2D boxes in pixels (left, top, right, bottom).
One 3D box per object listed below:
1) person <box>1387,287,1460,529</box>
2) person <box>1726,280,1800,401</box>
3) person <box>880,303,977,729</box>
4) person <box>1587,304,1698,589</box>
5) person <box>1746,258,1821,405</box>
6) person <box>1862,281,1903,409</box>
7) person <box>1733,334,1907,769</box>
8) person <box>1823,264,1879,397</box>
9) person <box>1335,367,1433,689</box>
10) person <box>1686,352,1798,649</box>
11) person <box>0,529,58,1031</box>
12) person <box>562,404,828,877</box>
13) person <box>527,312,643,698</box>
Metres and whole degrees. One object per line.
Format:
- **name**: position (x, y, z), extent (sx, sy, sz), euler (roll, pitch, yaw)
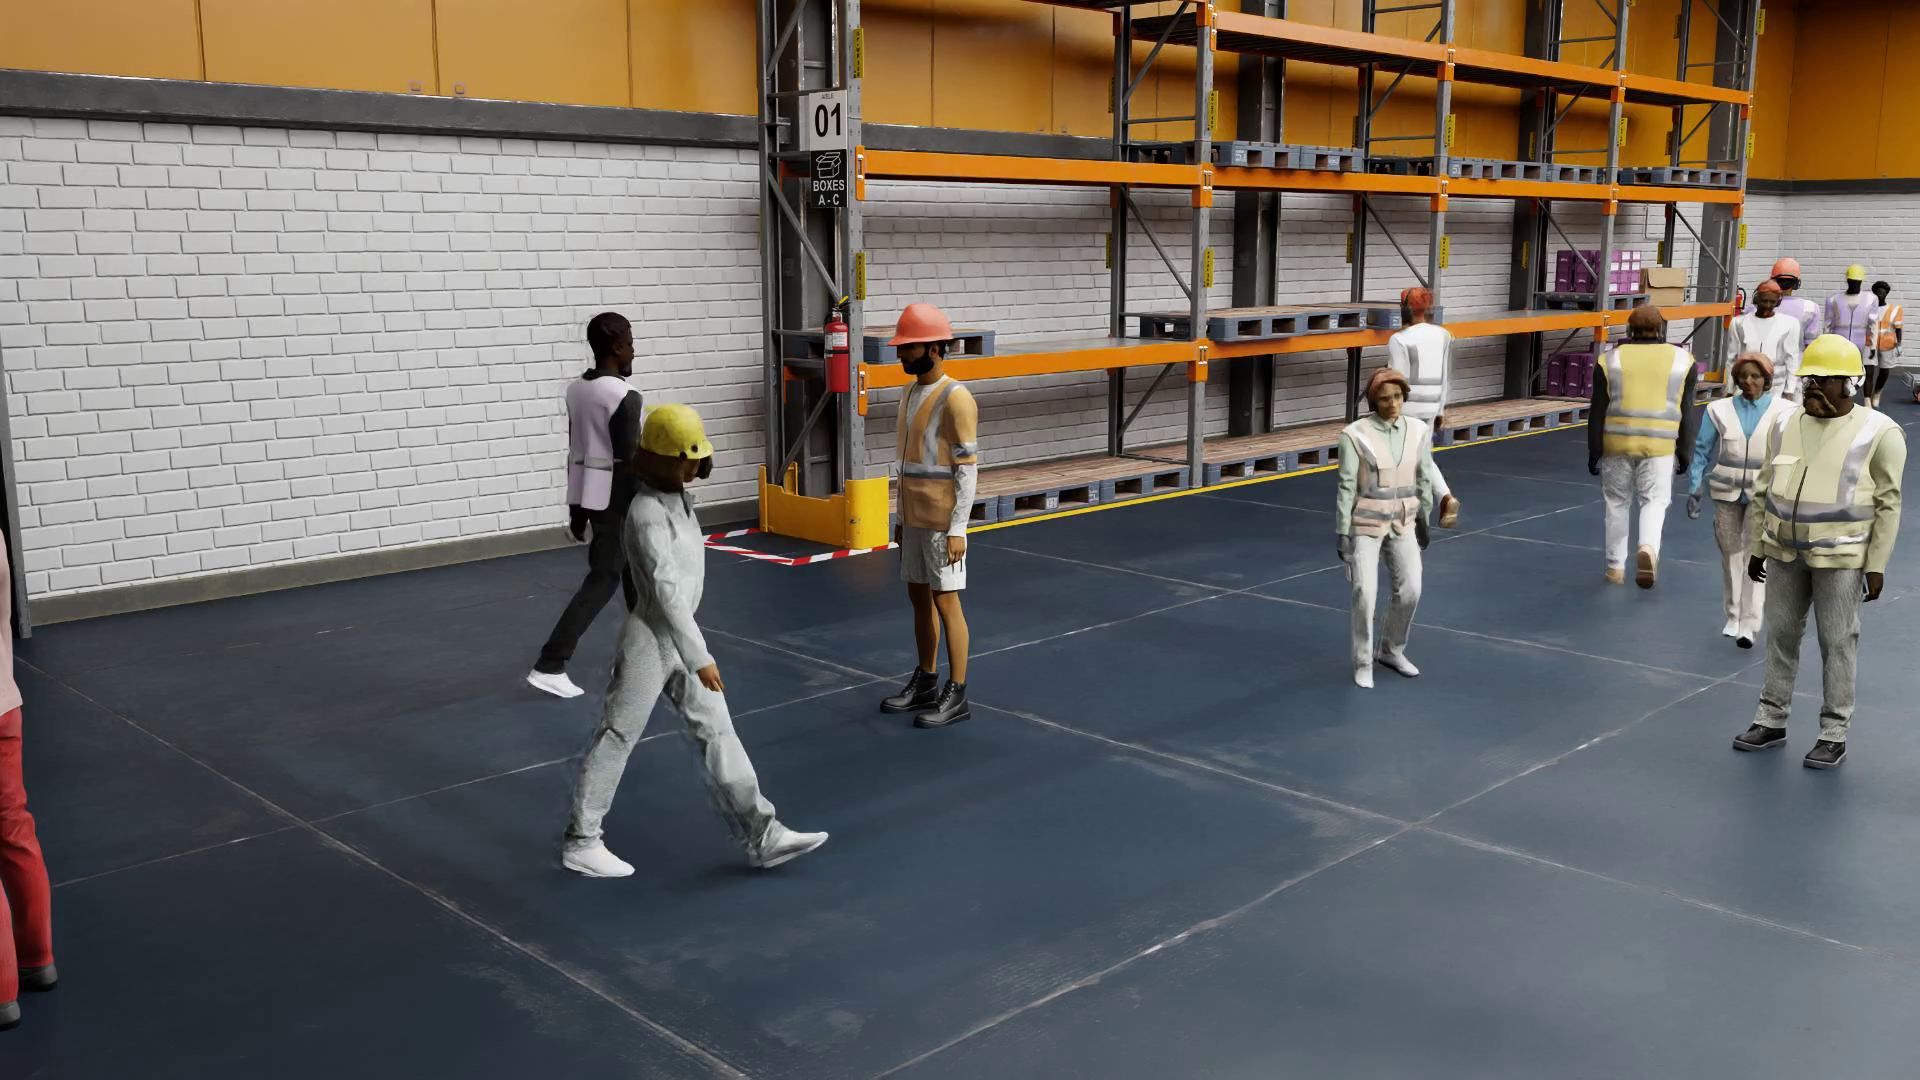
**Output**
- **person**: position (3.436, -0.954, 12.429), extent (0.593, 1.863, 0.602), euler (-5, 12, -27)
- **person**: position (6.876, -1.294, 14.315), extent (0.575, 1.851, 0.815), euler (6, 12, 29)
- **person**: position (-0.155, -0.108, 7.616), extent (0.363, 1.935, 0.553), euler (-7, 12, -32)
- **person**: position (4.290, -0.581, 10.512), extent (0.631, 1.816, 0.716), euler (4, 11, 19)
- **person**: position (7.200, -1.453, 14.661), extent (0.605, 2.045, 0.376), euler (3, 11, 14)
- **person**: position (11.794, -2.499, 21.380), extent (0.528, 1.669, 0.780), euler (4, 11, 23)
- **person**: position (3.630, 0.046, 7.060), extent (0.404, 1.830, 0.601), euler (-7, 13, -34)
- **person**: position (10.988, -2.459, 20.563), extent (0.592, 1.900, 0.811), euler (4, 11, 21)
- **person**: position (2.076, -0.055, 8.224), extent (0.542, 1.614, 0.417), euler (-3, 11, -16)
- **person**: position (4.254, -0.211, 9.071), extent (0.549, 1.598, 0.810), euler (7, 13, 34)
- **person**: position (-2.842, 0.515, 4.685), extent (0.325, 1.767, 0.533), euler (0, 10, -2)
- **person**: position (-0.972, 0.369, 5.716), extent (0.963, 1.675, 0.489), euler (2, 11, 8)
- **person**: position (-1.740, -0.178, 8.171), extent (0.954, 1.883, 0.599), euler (-8, 13, -36)
